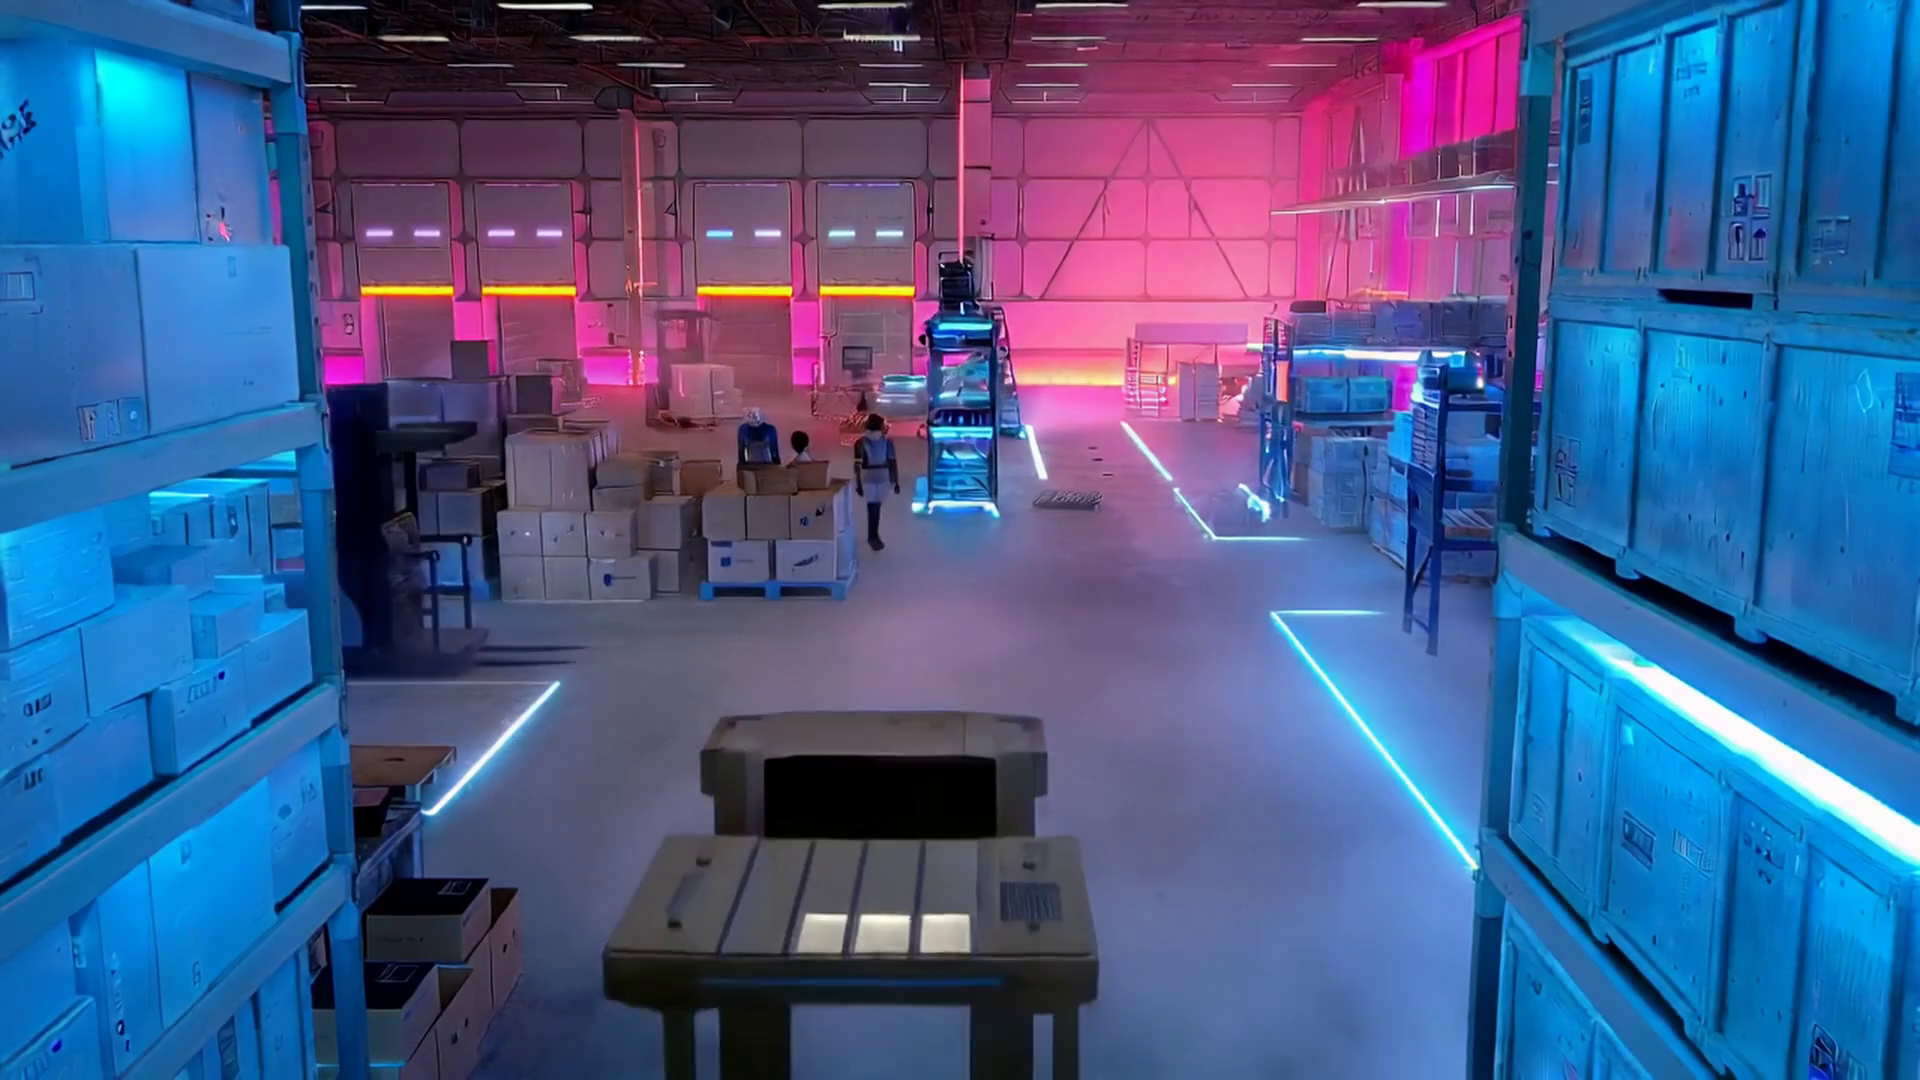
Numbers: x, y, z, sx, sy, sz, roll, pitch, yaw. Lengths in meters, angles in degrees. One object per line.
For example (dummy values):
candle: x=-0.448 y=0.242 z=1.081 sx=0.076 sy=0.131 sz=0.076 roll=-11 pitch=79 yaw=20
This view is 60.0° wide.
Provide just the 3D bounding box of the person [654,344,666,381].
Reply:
person: x=-8.020 y=-4.489 z=45.031 sx=0.523 sy=1.683 sz=0.548 roll=7 pitch=12 yaw=35

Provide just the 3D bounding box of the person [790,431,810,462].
person: x=-2.178 y=-0.650 z=22.872 sx=0.321 sy=1.694 sz=0.529 roll=-2 pitch=10 yaw=-12

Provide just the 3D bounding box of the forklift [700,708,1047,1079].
forklift: x=-0.228 y=1.886 z=4.821 sx=1.129 sy=2.768 sz=1.873 roll=0 pitch=10 yaw=1

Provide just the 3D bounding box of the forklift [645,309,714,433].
forklift: x=-6.574 y=-3.962 z=38.561 sx=1.129 sy=2.768 sz=1.873 roll=-5 pitch=11 yaw=-27

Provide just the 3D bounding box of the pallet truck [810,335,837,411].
pallet truck: x=-3.021 y=-4.312 z=43.126 sx=1.885 sy=1.965 sz=0.823 roll=3 pitch=10 yaw=17

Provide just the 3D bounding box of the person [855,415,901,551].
person: x=-1.145 y=-0.796 z=23.158 sx=0.569 sy=1.875 sz=0.964 roll=-3 pitch=10 yaw=-18

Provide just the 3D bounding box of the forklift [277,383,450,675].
forklift: x=-5.921 y=-0.136 z=16.486 sx=1.873 sy=2.768 sz=1.129 roll=0 pitch=10 yaw=1

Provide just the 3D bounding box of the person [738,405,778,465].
person: x=-2.953 y=-1.020 z=24.338 sx=0.631 sy=1.931 sz=0.372 roll=3 pitch=10 yaw=17
